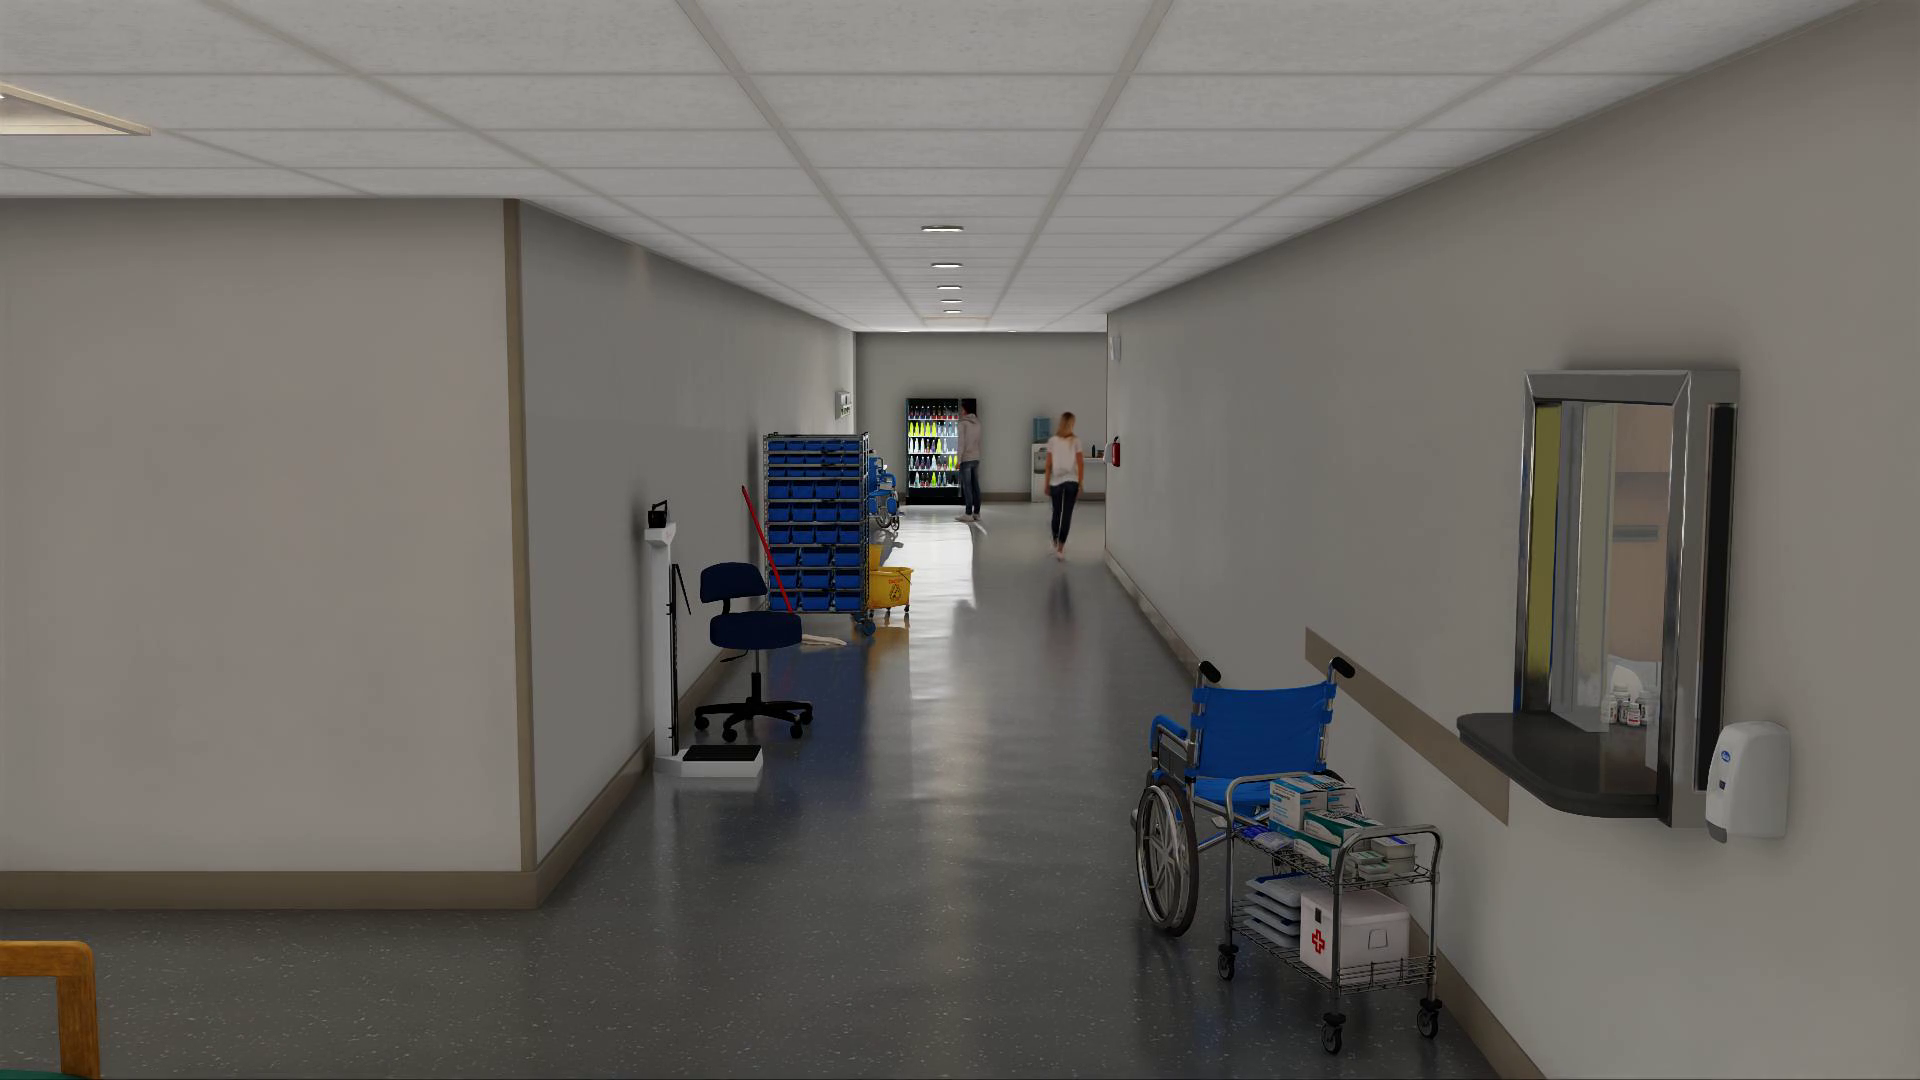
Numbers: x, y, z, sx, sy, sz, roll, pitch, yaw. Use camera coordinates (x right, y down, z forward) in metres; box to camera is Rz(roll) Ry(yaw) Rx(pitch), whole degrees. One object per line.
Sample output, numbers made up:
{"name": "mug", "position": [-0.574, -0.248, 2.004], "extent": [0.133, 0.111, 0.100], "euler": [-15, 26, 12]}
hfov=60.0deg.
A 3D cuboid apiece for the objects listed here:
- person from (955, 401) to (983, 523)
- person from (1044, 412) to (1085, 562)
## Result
{"name": "person", "position": [0.150, -1.225, 25.643], "extent": [0.775, 1.853, 0.754], "euler": [4, 7, 36]}
{"name": "person", "position": [1.252, -0.623, 20.038], "extent": [0.936, 1.777, 0.810], "euler": [1, 6, 14]}
